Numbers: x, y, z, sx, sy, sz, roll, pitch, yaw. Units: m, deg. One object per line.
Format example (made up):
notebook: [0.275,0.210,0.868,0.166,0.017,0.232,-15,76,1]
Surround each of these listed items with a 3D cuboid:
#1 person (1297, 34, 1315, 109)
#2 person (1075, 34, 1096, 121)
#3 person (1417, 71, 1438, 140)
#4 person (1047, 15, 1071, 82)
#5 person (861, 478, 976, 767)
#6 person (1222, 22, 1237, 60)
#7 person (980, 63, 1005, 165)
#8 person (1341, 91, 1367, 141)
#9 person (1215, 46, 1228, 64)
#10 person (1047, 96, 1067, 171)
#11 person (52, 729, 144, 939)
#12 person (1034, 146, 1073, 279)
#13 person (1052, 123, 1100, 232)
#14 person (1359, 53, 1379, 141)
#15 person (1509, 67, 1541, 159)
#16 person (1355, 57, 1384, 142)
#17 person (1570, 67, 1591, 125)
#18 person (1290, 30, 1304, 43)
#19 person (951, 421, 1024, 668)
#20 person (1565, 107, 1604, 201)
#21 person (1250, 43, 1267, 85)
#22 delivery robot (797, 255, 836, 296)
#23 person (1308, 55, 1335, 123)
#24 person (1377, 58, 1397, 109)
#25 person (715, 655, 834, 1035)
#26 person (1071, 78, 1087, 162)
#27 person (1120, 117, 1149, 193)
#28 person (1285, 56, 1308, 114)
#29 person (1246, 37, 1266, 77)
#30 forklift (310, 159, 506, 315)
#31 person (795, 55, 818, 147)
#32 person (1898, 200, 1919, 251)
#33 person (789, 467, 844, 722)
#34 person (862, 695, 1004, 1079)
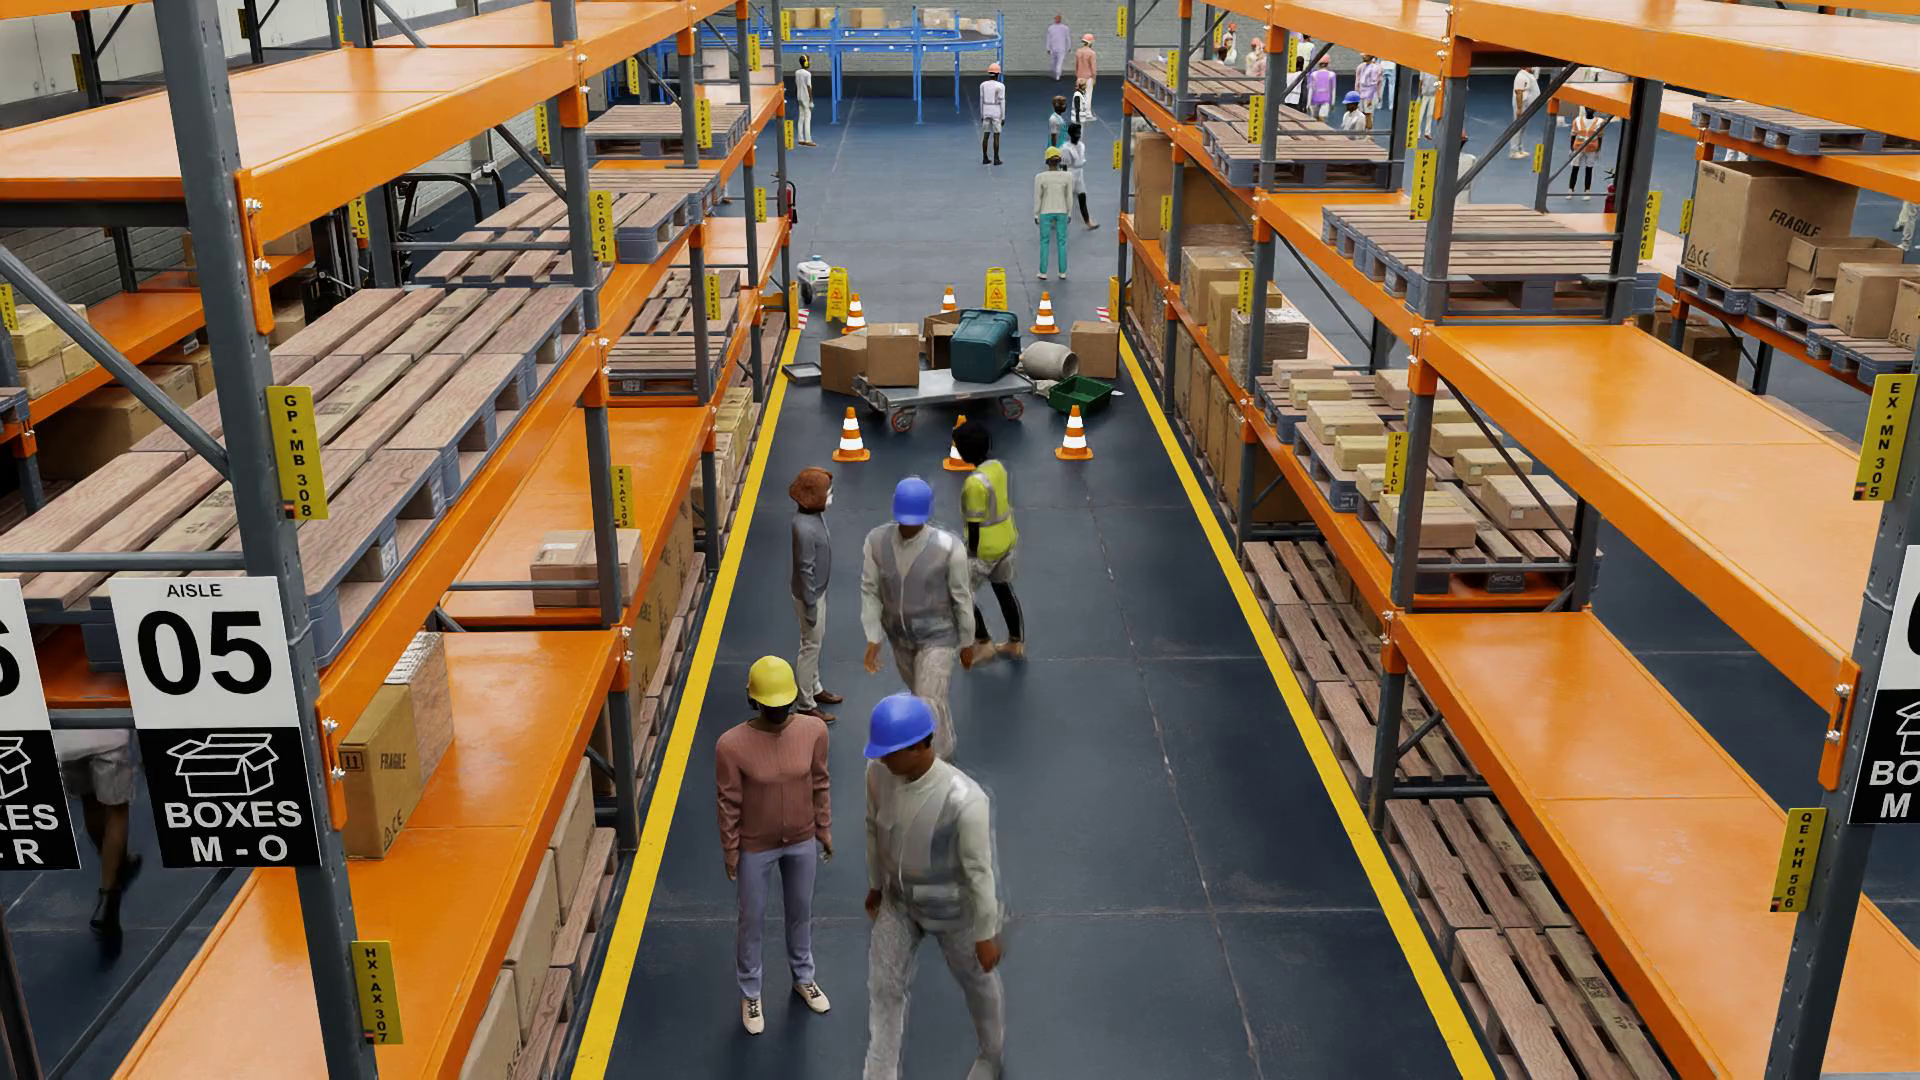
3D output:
person: [8.616,-11.788,41.681,0.593,1.919,0.388,16,26,36]
person: [2.990,-10.941,39.336,0.396,1.993,0.617,-18,27,-40]
person: [10.154,-9.610,35.992,0.518,1.870,0.323,-4,21,-11]
person: [2.902,-14.371,48.598,0.664,1.847,1.028,6,22,15]
person: [-0.277,0.566,9.057,0.601,1.889,0.926,11,24,28]
person: [7.662,-13.784,47.200,0.338,1.742,0.563,17,27,38]
person: [0.651,-8.297,32.443,0.544,1.930,0.388,12,24,29]
person: [6.453,-6.423,27.478,0.421,1.939,0.607,-6,21,-14]
person: [5.699,-9.924,36.775,0.409,1.908,0.597,-5,21,-13]
person: [1.620,-6.434,27.630,0.344,1.847,0.504,4,21,12]
person: [-4.205,0.973,7.972,0.559,1.915,0.883,-5,21,-12]
person: [1.247,-4.389,22.355,0.530,1.761,0.341,-2,21,-7]
person: [1.756,-5.570,25.608,0.543,1.641,0.912,-19,28,-40]
person: [8.587,-9.401,35.198,0.379,2.045,0.605,-3,21,-8]
person: [11.366,-8.710,33.377,0.538,2.000,0.690,13,24,31]
person: [8.769,-9.539,35.712,0.629,1.936,0.371,-5,21,-12]
person: [14.454,-10.479,38.633,0.293,1.623,0.507,12,24,30]
person: [9.755,-14.119,47.873,0.616,1.885,0.805,18,27,40]
person: [0.179,0.046,10.754,0.496,1.657,0.604,8,22,19]
person: [10.676,-6.633,28.374,0.566,1.689,0.430,9,22,22]
person: [6.756,-10.239,37.605,0.406,1.906,0.654,1,21,3]
delivery robot: [-1.832,-3.388,21.246,0.477,0.478,0.707,-8,22,-20]
person: [7.607,-9.264,35.060,0.556,1.885,1.012,5,21,12]
person: [10.741,-11.789,41.703,0.608,1.909,0.398,9,23,22]
person: [-0.795,1.314,7.263,0.524,1.768,0.314,-10,23,-25]
person: [2.337,-8.231,32.687,0.313,1.632,0.520,5,21,14]
person: [2.985,-6.669,28.414,0.493,1.732,0.324,7,22,17]
person: [6.899,-8.980,34.259,0.375,1.917,0.598,-16,26,-36]
person: [7.077,-10.947,39.486,0.575,1.901,0.740,-6,21,-14]
forklift: [-5.622,-2.910,17.832,2.313,2.155,1.214,-1,21,-1]
person: [-3.267,-9.256,35.055,0.334,1.873,0.521,-17,27,-38]
person: [14.010,-5.085,24.224,0.486,1.738,0.320,1,21,2]
person: [-0.880,0.326,10.076,0.294,1.623,0.507,0,21,1]
person: [-0.164,1.479,6.655,0.678,1.883,0.922,15,26,35]
